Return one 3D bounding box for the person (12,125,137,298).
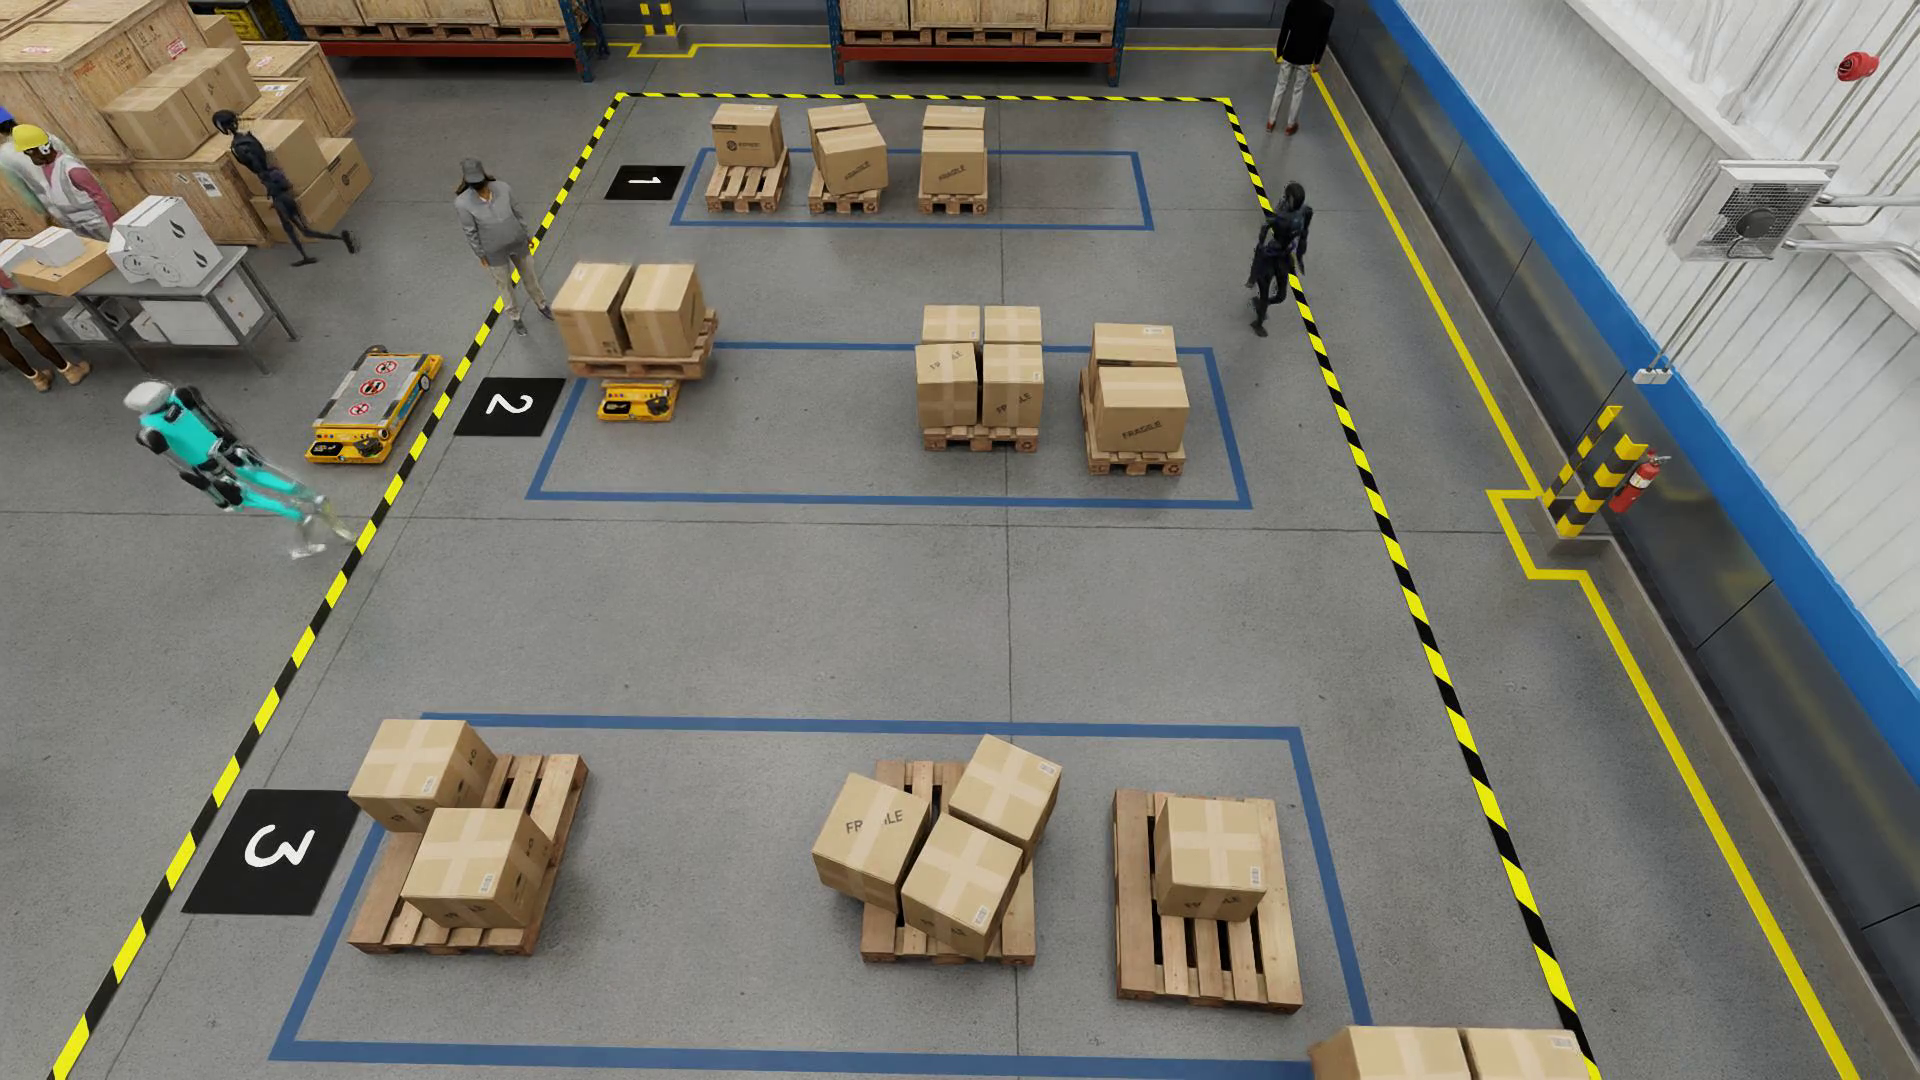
[{"bbox_3d":[-8.540,-3.182,9.034,0.602,1.830,0.404,19,52,15],"label":"person"}]

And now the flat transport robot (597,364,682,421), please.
[{"bbox_3d":[-2.972,-1.693,8.781,0.652,0.197,1.431,1,50,1],"label":"flat transport robot"}]

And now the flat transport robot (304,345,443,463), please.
[{"bbox_3d":[-5.383,-1.269,8.441,0.659,0.231,1.431,1,50,1],"label":"flat transport robot"}]

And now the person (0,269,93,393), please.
[{"bbox_3d":[-8.653,-2.191,8.064,0.607,2.036,0.398,-15,51,-12],"label":"person"}]

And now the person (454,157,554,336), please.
[{"bbox_3d":[-4.364,-2.815,8.766,0.396,1.766,0.572,37,59,27],"label":"person"}]

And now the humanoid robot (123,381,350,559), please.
[{"bbox_3d":[-5.191,-0.453,6.804,0.802,1.774,0.549,-3,50,-2],"label":"humanoid robot"}]

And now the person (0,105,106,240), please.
[{"bbox_3d":[-8.848,-3.362,9.134,0.670,1.913,0.630,21,53,17],"label":"person"}]

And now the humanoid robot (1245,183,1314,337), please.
[{"bbox_3d":[2.992,-2.685,8.723,0.616,1.630,0.479,-15,51,-12],"label":"humanoid robot"}]

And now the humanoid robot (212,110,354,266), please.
[{"bbox_3d":[-7.071,-3.681,9.570,0.664,1.624,0.612,-31,56,-23],"label":"humanoid robot"}]

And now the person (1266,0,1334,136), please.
[{"bbox_3d":[4.215,-6.026,11.412,0.585,1.878,0.394,23,53,18],"label":"person"}]
